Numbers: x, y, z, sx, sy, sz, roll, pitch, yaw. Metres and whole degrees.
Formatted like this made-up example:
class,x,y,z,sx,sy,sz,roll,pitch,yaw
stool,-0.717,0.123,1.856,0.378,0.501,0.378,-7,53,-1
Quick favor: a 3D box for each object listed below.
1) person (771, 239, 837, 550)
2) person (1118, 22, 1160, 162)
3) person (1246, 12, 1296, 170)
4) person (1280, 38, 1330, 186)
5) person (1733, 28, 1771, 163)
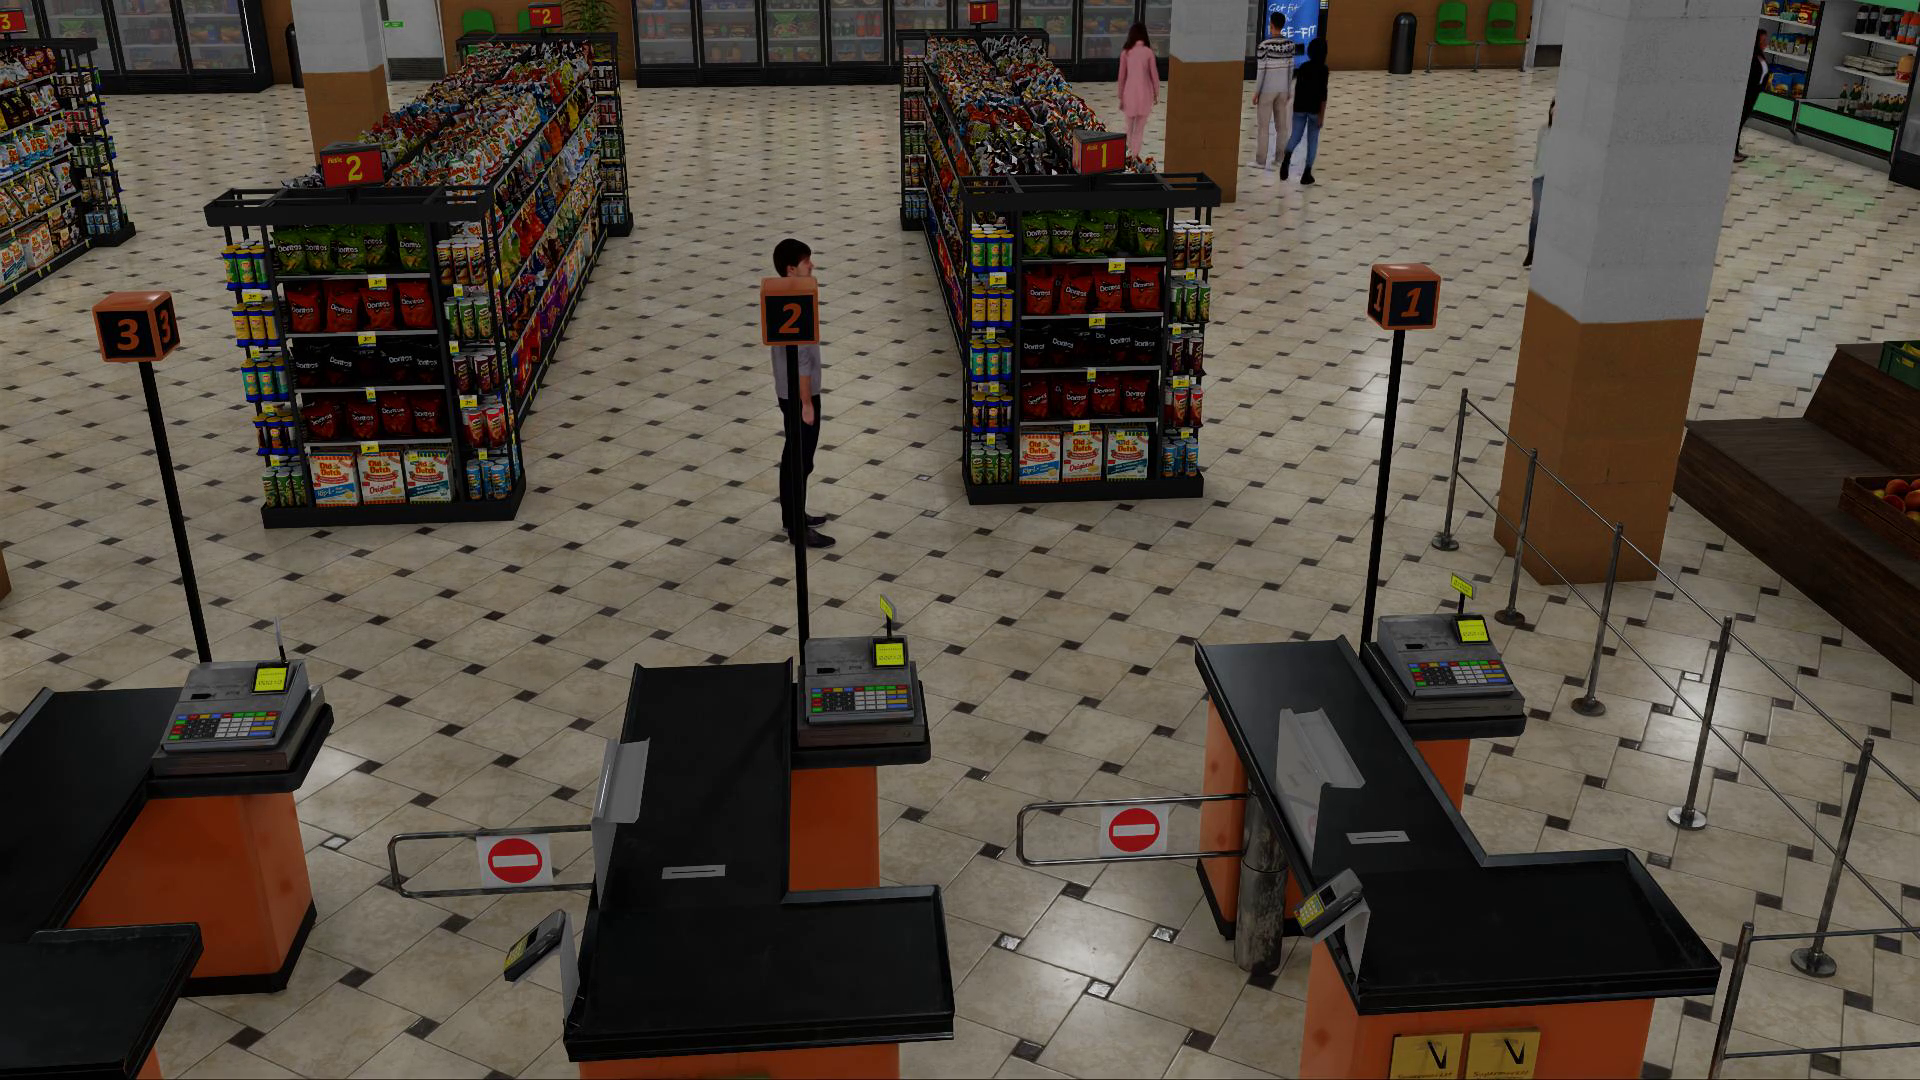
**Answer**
class,x,y,z,sx,sy,sz,roll,pitch,yaw
person,-0.967,-0.874,9.844,0.744,1.843,0.516,-5,24,-11
person,2.124,-5.259,19.957,0.844,1.770,1.068,6,24,14
person,3.854,-5.527,20.456,0.751,1.861,0.698,-10,26,-23
person,4.026,-4.944,19.346,0.905,1.683,1.057,10,26,22
person,9.868,-5.602,20.933,0.825,1.616,0.756,16,28,33
